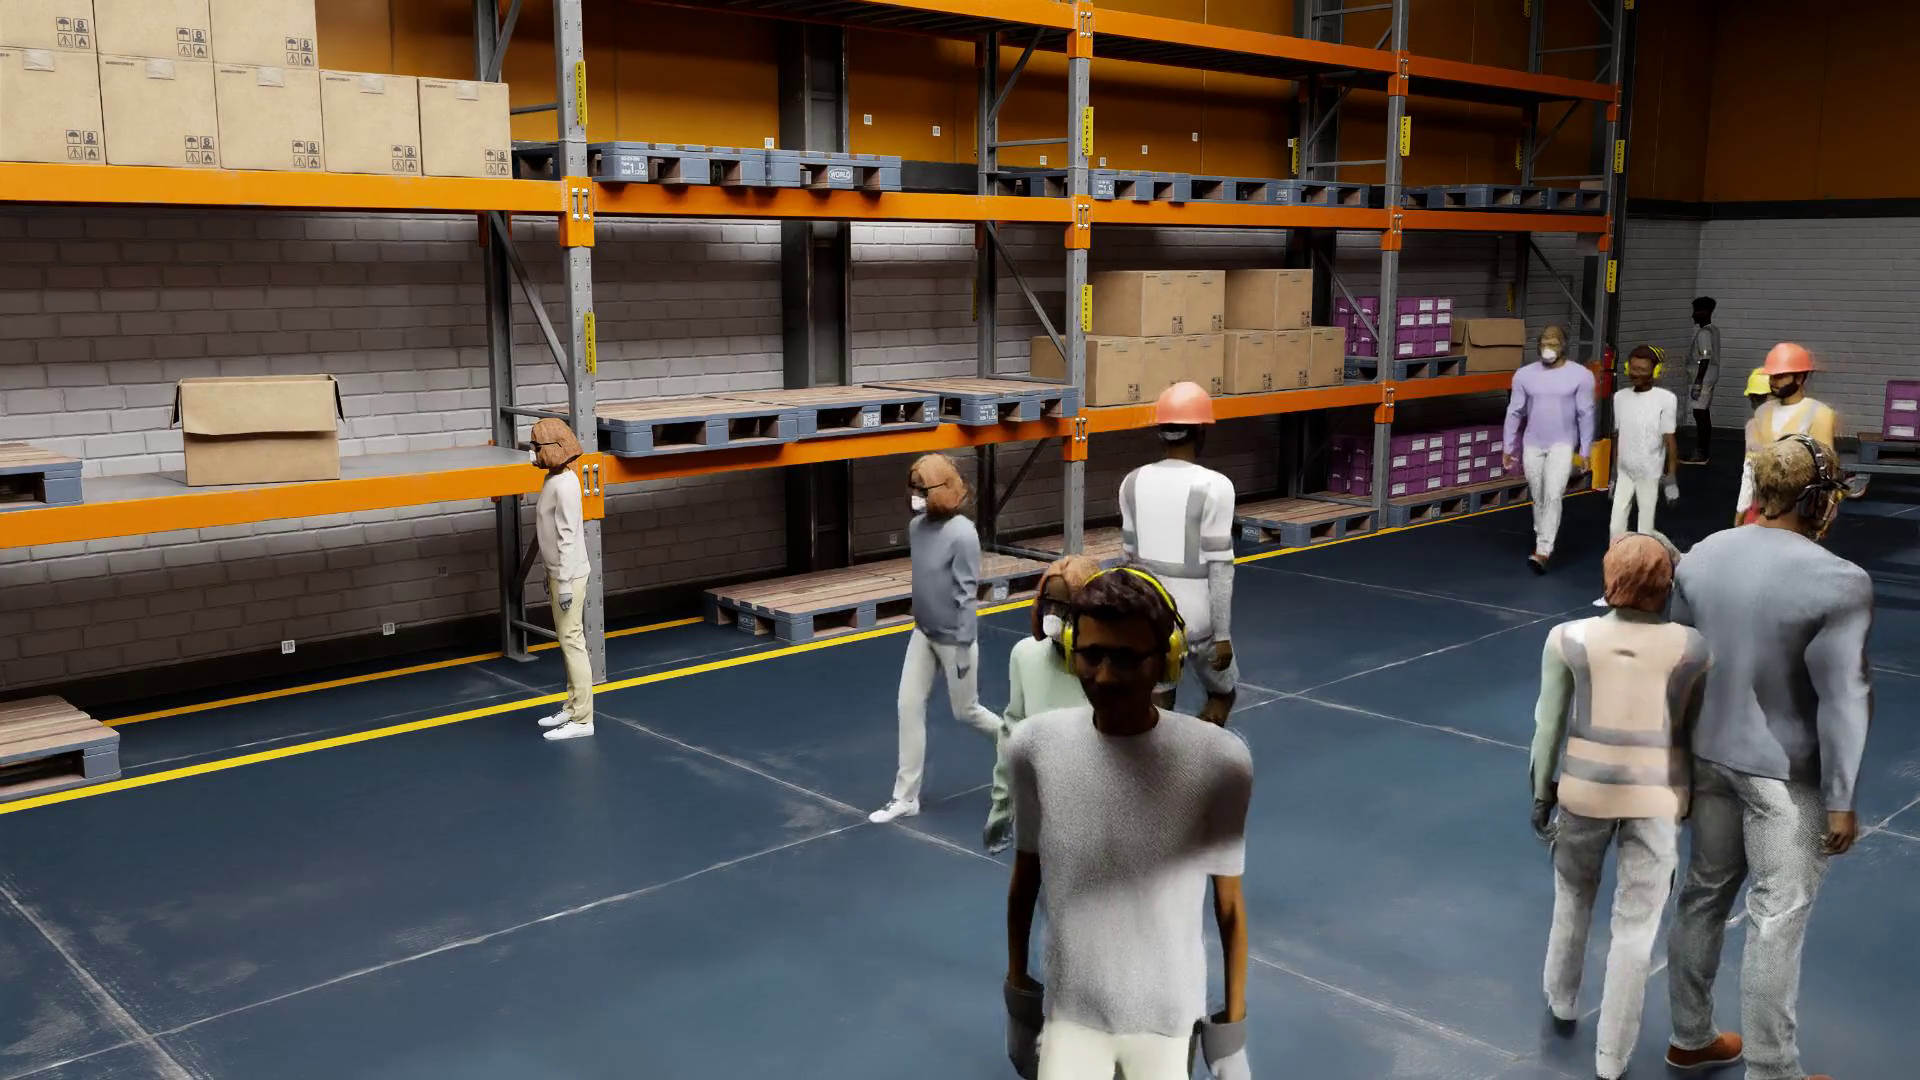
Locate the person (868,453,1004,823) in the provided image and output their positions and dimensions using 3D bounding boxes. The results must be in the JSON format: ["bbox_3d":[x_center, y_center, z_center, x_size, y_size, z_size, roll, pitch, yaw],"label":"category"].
[{"bbox_3d":[-0.016,0.409,7.220,0.770,1.602,0.504,-7,12,-35],"label":"person"}]

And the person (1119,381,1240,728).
[{"bbox_3d":[0.919,0.306,6.904,0.568,1.917,0.445,8,13,40],"label":"person"}]

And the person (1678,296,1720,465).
[{"bbox_3d":[8.683,-1.865,19.478,0.361,1.962,0.617,6,12,33],"label":"person"}]

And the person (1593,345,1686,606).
[{"bbox_3d":[4.805,-0.449,11.589,0.726,1.843,0.512,-6,11,-31],"label":"person"}]

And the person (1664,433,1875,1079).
[{"bbox_3d":[2.298,0.661,4.766,0.369,1.938,0.630,-4,10,-22],"label":"person"}]

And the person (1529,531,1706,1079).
[{"bbox_3d":[1.998,0.775,5.039,0.504,1.612,0.679,4,11,24],"label":"person"}]

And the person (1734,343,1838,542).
[{"bbox_3d":[4.877,-0.213,9.941,0.511,1.915,0.564,-3,10,-17],"label":"person"}]

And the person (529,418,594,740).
[{"bbox_3d":[-2.016,0.193,8.426,0.277,1.629,0.497,-3,10,-20],"label":"person"}]

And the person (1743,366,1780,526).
[{"bbox_3d":[5.290,-0.247,10.673,0.739,1.734,0.553,-2,10,-14],"label":"person"}]

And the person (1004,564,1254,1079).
[{"bbox_3d":[0.339,0.951,3.332,0.514,1.858,0.474,2,10,13],"label":"person"}]

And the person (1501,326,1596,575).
[{"bbox_3d":[4.489,-0.689,12.816,0.646,1.888,0.966,8,12,38],"label":"person"}]

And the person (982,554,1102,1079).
[{"bbox_3d":[0.362,0.815,4.839,0.763,1.603,0.499,-8,13,-40],"label":"person"}]
